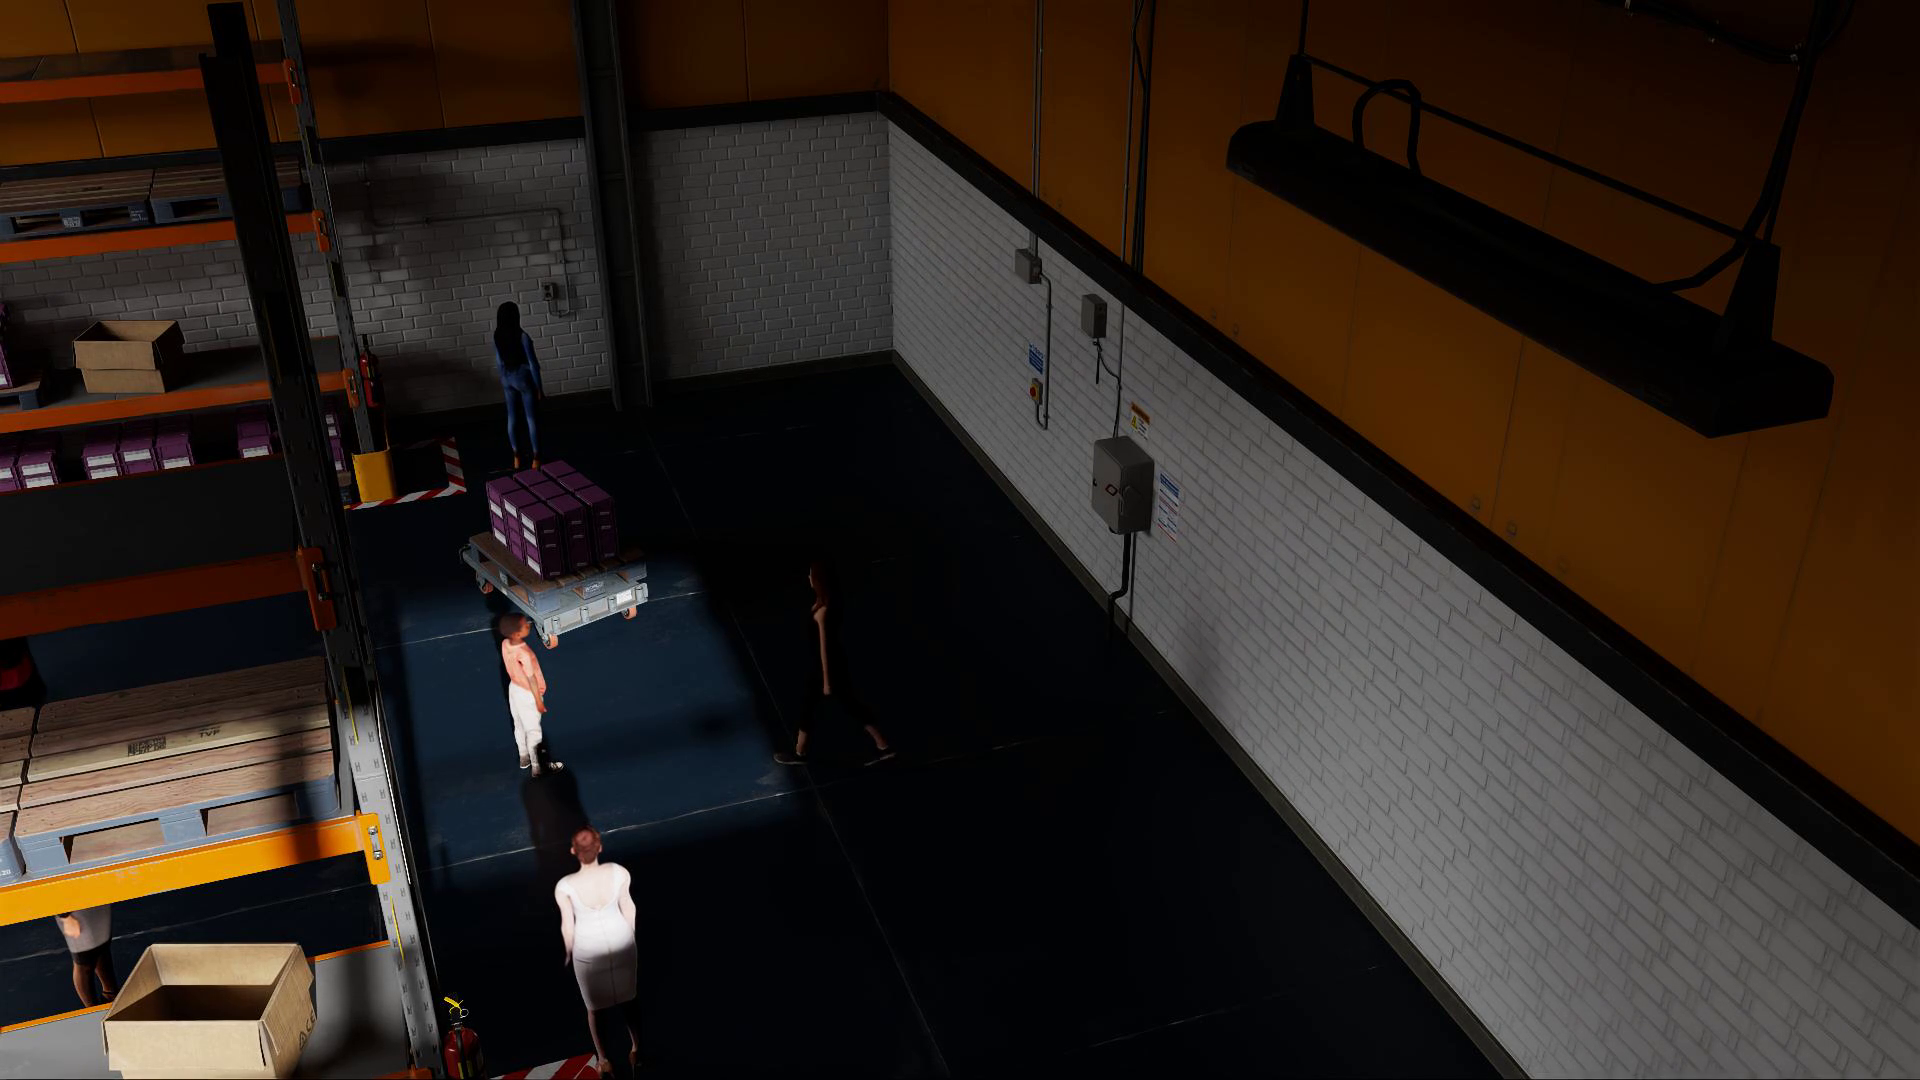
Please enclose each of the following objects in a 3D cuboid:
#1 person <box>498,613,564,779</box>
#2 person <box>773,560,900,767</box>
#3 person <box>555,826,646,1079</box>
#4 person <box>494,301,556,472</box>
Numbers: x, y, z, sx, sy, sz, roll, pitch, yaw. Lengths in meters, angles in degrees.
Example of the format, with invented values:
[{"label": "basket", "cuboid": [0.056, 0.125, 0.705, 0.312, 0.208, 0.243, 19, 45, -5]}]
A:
[{"label": "person", "cuboid": [-3.087, 1.083, 11.780, 0.571, 1.311, 0.548, -23, 36, -36]}, {"label": "person", "cuboid": [-0.834, 0.916, 11.692, 1.213, 1.688, 0.980, 5, 29, 10]}, {"label": "person", "cuboid": [-1.954, 2.267, 9.107, 0.408, 1.792, 0.626, -11, 30, -19]}, {"label": "person", "cuboid": [-4.255, -1.491, 16.079, 0.665, 1.712, 0.733, 11, 31, 20]}]
